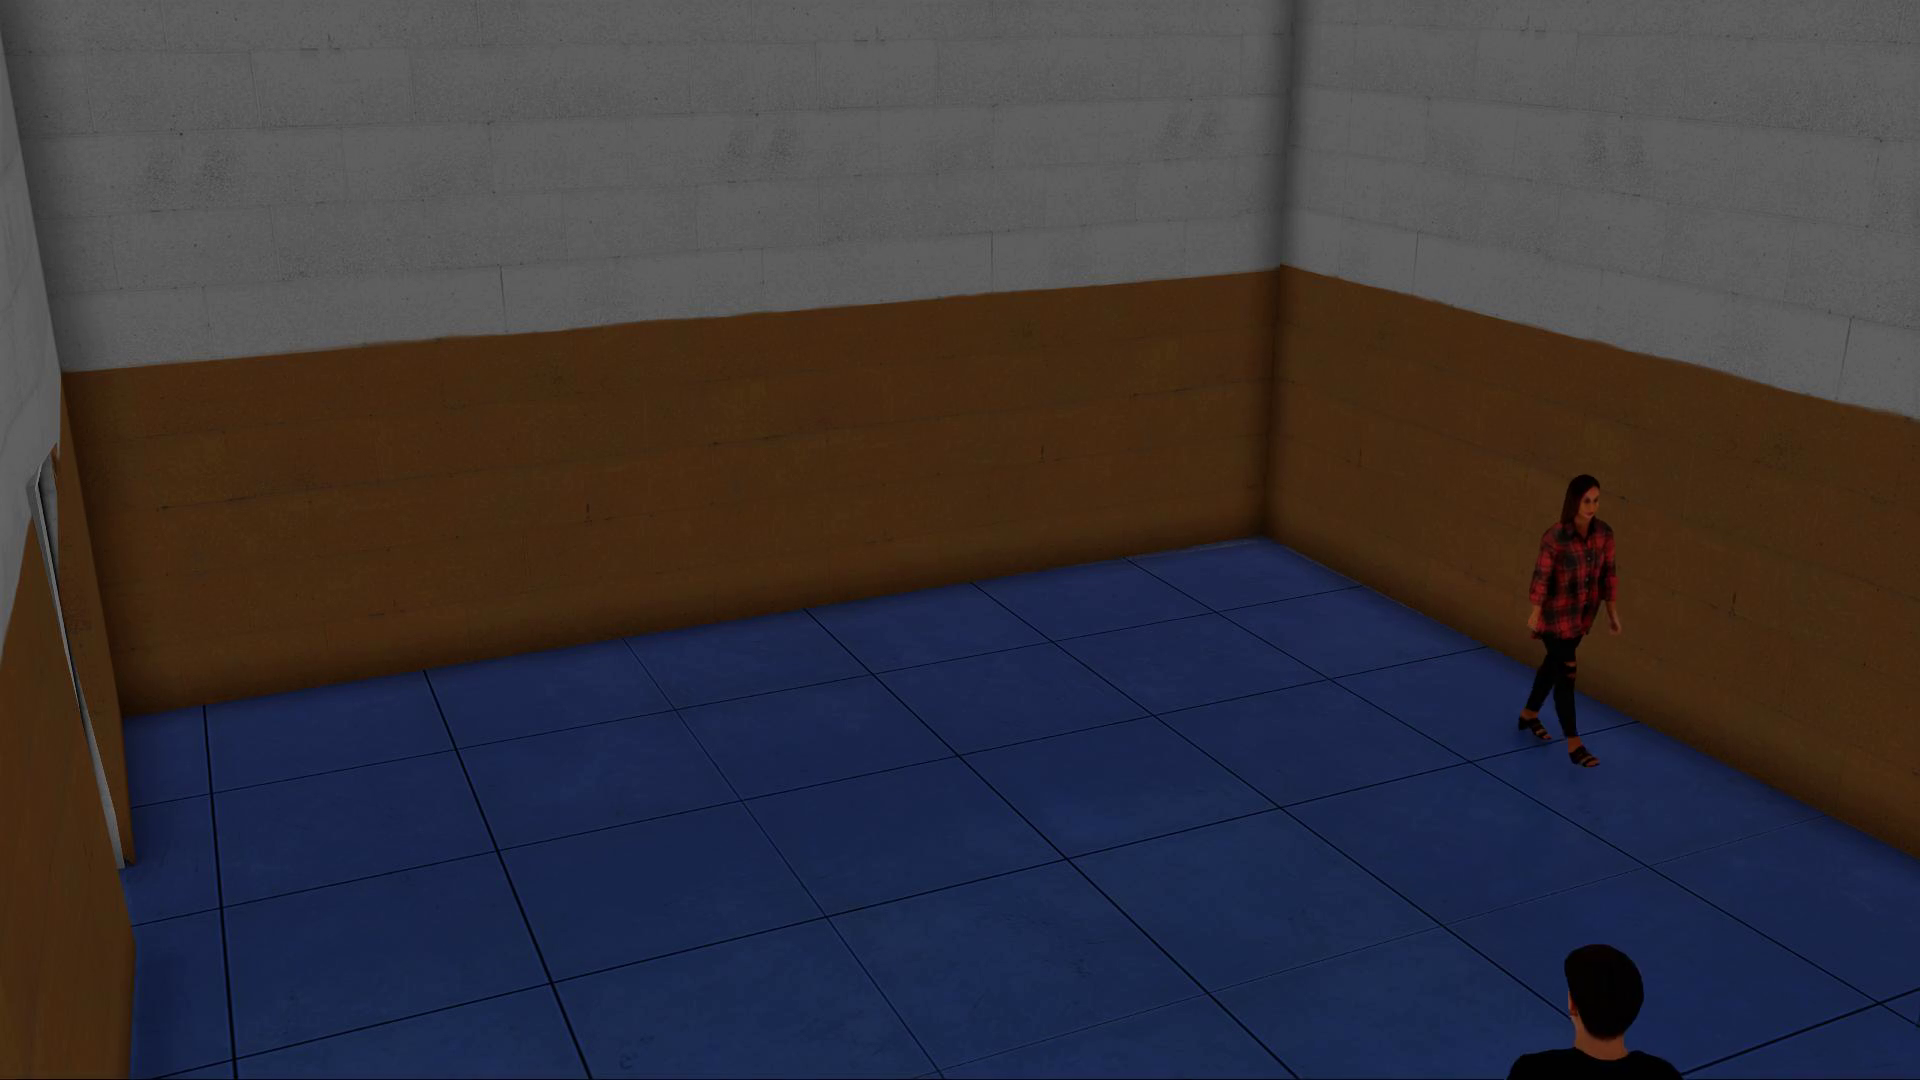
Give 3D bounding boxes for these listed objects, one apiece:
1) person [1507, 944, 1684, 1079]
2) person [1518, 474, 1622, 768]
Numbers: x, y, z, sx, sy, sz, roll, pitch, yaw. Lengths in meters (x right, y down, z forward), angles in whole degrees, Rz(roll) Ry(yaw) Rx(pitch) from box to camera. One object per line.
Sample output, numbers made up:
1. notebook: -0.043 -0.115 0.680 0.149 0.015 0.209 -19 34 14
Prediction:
1. person: 1.735 2.019 4.634 0.725 1.852 0.822 -1 19 -4
2. person: 3.473 0.421 9.662 0.904 1.668 0.698 -7 20 -21
